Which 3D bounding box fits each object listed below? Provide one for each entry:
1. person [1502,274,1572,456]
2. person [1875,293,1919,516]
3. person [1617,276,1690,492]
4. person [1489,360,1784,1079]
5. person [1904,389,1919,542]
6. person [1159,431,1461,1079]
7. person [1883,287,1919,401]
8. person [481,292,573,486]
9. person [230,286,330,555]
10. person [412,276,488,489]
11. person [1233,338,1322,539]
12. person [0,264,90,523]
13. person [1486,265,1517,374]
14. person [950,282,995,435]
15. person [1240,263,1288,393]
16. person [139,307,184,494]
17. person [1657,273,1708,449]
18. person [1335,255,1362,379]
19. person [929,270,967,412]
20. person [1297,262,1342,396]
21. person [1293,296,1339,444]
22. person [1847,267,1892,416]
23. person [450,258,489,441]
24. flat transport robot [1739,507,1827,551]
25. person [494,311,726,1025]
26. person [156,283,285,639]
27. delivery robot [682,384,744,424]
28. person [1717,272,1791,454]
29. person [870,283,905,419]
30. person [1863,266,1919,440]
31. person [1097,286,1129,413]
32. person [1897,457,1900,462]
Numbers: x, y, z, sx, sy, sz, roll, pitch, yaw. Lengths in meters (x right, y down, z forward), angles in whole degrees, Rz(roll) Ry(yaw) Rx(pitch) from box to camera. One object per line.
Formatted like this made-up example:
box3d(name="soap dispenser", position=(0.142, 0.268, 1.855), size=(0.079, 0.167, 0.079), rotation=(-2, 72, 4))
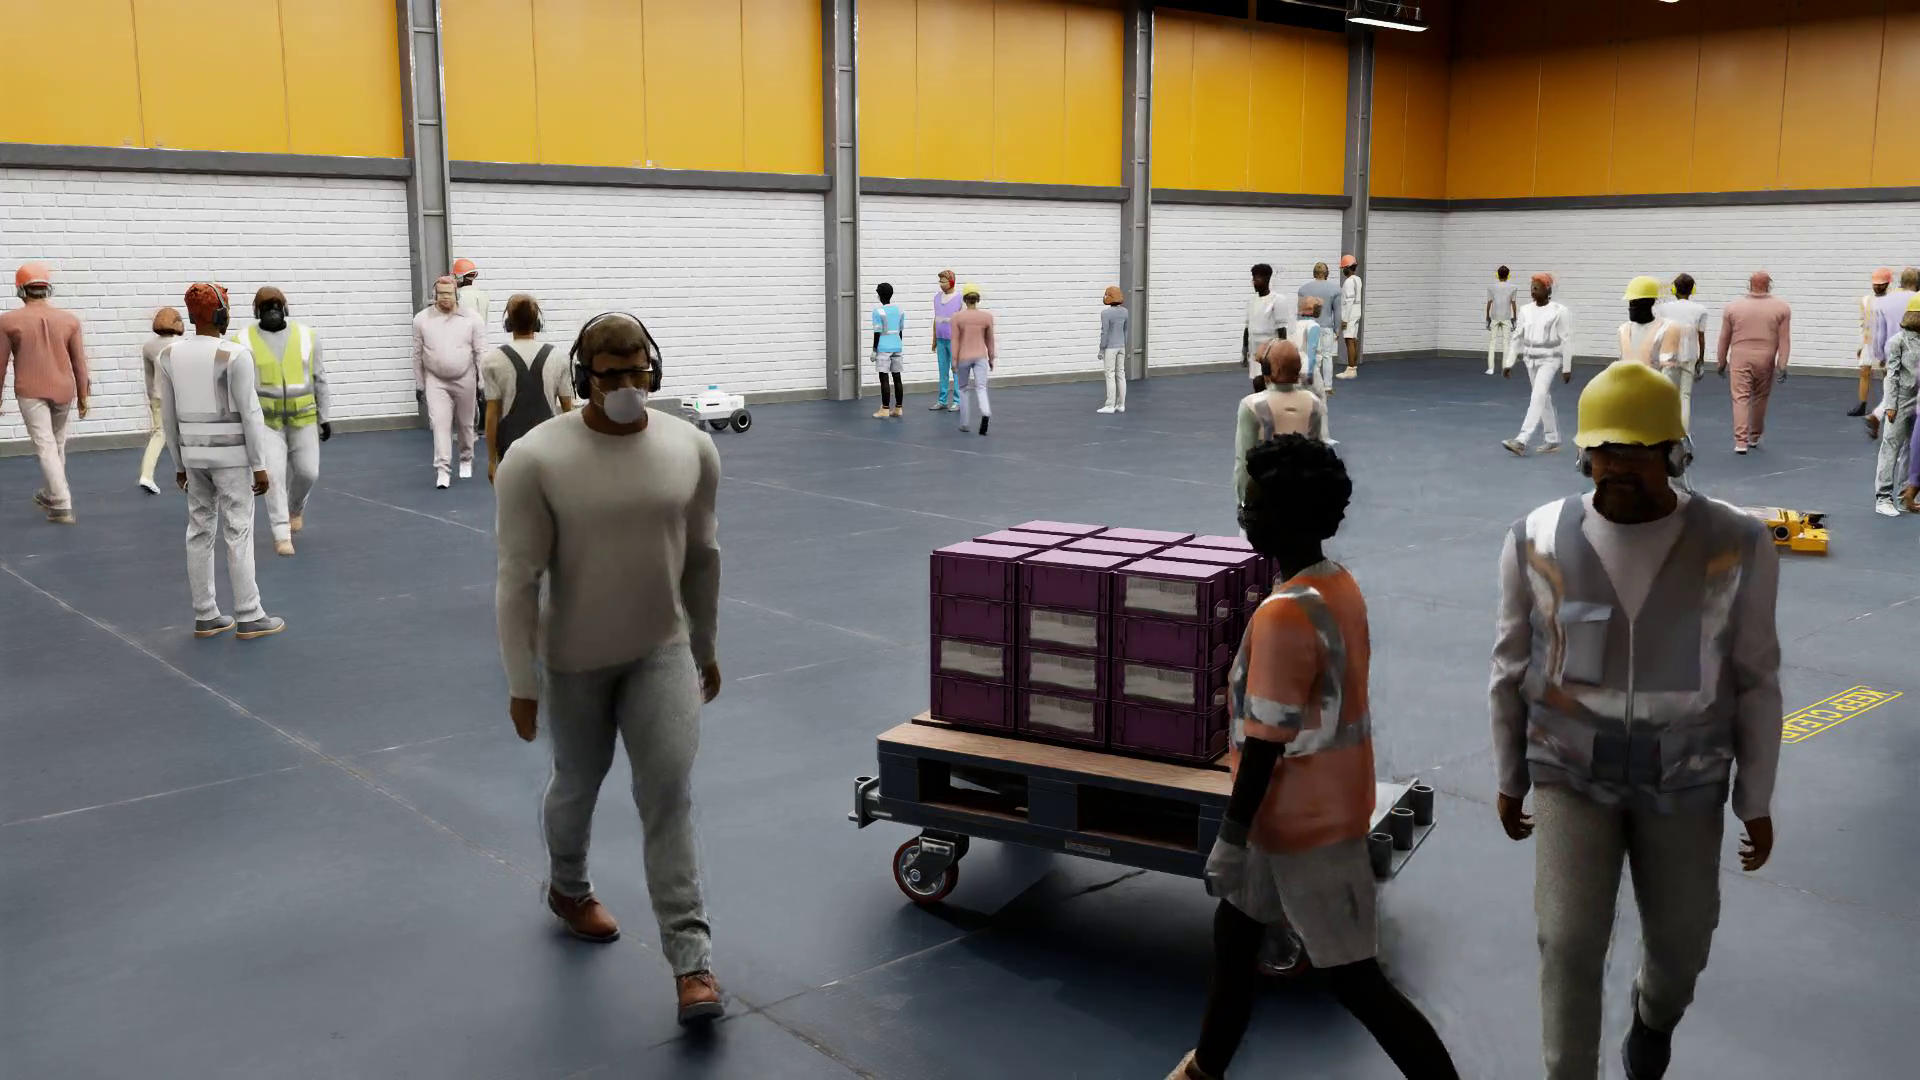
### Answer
box3d(name="person", position=(5.833, -1.772, 16.907), size=(0.978, 1.831, 0.599), rotation=(-5, 11, -27))
box3d(name="person", position=(7.445, -1.056, 12.996), size=(0.487, 1.744, 0.297), rotation=(-3, 10, -17))
box3d(name="person", position=(5.376, -1.112, 12.955), size=(1.001, 1.882, 0.588), rotation=(-6, 11, -32))
box3d(name="person", position=(1.494, 0.501, 3.724), size=(0.608, 1.805, 0.733), rotation=(4, 10, 22))
box3d(name="person", position=(4.736, -0.286, 7.685), size=(0.622, 2.021, 0.764), rotation=(4, 11, 25))
box3d(name="person", position=(0.790, 0.594, 3.596), size=(0.884, 1.658, 0.537), rotation=(3, 10, 19))
box3d(name="person", position=(13.149, -2.835, 23.122), size=(0.429, 1.843, 0.633), rotation=(-6, 11, -31))
box3d(name="person", position=(-2.420, -0.483, 9.434), size=(0.513, 1.826, 0.732), rotation=(-4, 10, -22))
box3d(name="person", position=(-4.686, -0.837, 11.462), size=(0.625, 1.827, 0.679), rotation=(-6, 11, -30))
box3d(name="person", position=(-4.534, -1.422, 14.850), size=(0.653, 1.855, 1.008), rotation=(-2, 10, -14))
box3d(name="person", position=(1.609, -0.188, 8.270), size=(0.521, 1.622, 0.568), rotation=(-5, 11, -26))
box3d(name="person", position=(-7.112, -1.131, 12.800), size=(0.985, 1.944, 0.626), rotation=(8, 12, 38))
box3d(name="person", position=(9.280, -3.763, 28.497), size=(0.509, 1.864, 0.331), rotation=(4, 10, 20))
box3d(name="person", position=(0.155, -2.064, 18.915), size=(0.531, 1.736, 0.778), rotation=(-2, 10, -12))
box3d(name="person", position=(3.391, -2.123, 18.634), size=(0.449, 1.946, 0.648), rotation=(-5, 11, -29))
box3d(name="person", position=(-6.799, -1.202, 14.283), size=(0.515, 1.596, 0.842), rotation=(2, 10, 11))
box3d(name="person", position=(7.460, -1.834, 17.251), size=(0.492, 1.855, 0.413), rotation=(4, 11, 23))
box3d(name="person", position=(6.426, -3.683, 27.523), size=(0.392, 2.035, 0.605), rotation=(5, 11, 26))
box3d(name="person", position=(-0.128, -2.595, 21.725), size=(0.564, 1.837, 0.388), rotation=(8, 13, 41))
box3d(name="person", position=(5.187, -3.041, 24.048), size=(0.629, 1.937, 0.376), rotation=(3, 10, 15))
box3d(name="person", position=(3.671, -1.819, 17.861), size=(0.763, 1.604, 0.521), rotation=(-2, 10, -10))
box3d(name="person", position=(11.718, -2.513, 21.126), size=(0.950, 1.893, 0.553), rotation=(-6, 11, -32))
box3d(name="person", position=(-5.402, -2.088, 18.299), size=(0.381, 1.994, 0.614), rotation=(3, 10, 17))
box3d(name="flat transport robot", position=(5.333, -0.117, 11.794), size=(1.431, 0.197, 0.652), rotation=(4, 11, 24))
box3d(name="person", position=(-0.951, 0.320, 4.566), size=(0.645, 1.885, 1.057), rotation=(-5, 11, -25))
box3d(name="person", position=(-3.917, -0.409, 8.799), size=(0.572, 1.883, 0.356), rotation=(2, 10, 14))
box3d(name="delivery robot", position=(-2.822, -1.536, 19.002), size=(0.707, 0.478, 0.477), rotation=(-9, 13, -43))
box3d(name="person", position=(8.213, -1.841, 17.246), size=(0.669, 1.850, 0.980), rotation=(4, 11, 23))
box3d(name="person", position=(-0.907, -2.359, 20.765), size=(0.321, 1.694, 0.529), rotation=(9, 13, 41))
box3d(name="person", position=(10.240, -2.018, 18.117), size=(0.836, 1.918, 0.636), rotation=(-3, 10, -16))
box3d(name="person", position=(1.978, -2.460, 21.522), size=(0.502, 1.636, 0.280), rotation=(-9, 14, -44))
box3d(name="person", position=(9.669, -1.694, 16.338), size=(0.818, 1.888, 0.628), rotation=(0, 10, -1))
